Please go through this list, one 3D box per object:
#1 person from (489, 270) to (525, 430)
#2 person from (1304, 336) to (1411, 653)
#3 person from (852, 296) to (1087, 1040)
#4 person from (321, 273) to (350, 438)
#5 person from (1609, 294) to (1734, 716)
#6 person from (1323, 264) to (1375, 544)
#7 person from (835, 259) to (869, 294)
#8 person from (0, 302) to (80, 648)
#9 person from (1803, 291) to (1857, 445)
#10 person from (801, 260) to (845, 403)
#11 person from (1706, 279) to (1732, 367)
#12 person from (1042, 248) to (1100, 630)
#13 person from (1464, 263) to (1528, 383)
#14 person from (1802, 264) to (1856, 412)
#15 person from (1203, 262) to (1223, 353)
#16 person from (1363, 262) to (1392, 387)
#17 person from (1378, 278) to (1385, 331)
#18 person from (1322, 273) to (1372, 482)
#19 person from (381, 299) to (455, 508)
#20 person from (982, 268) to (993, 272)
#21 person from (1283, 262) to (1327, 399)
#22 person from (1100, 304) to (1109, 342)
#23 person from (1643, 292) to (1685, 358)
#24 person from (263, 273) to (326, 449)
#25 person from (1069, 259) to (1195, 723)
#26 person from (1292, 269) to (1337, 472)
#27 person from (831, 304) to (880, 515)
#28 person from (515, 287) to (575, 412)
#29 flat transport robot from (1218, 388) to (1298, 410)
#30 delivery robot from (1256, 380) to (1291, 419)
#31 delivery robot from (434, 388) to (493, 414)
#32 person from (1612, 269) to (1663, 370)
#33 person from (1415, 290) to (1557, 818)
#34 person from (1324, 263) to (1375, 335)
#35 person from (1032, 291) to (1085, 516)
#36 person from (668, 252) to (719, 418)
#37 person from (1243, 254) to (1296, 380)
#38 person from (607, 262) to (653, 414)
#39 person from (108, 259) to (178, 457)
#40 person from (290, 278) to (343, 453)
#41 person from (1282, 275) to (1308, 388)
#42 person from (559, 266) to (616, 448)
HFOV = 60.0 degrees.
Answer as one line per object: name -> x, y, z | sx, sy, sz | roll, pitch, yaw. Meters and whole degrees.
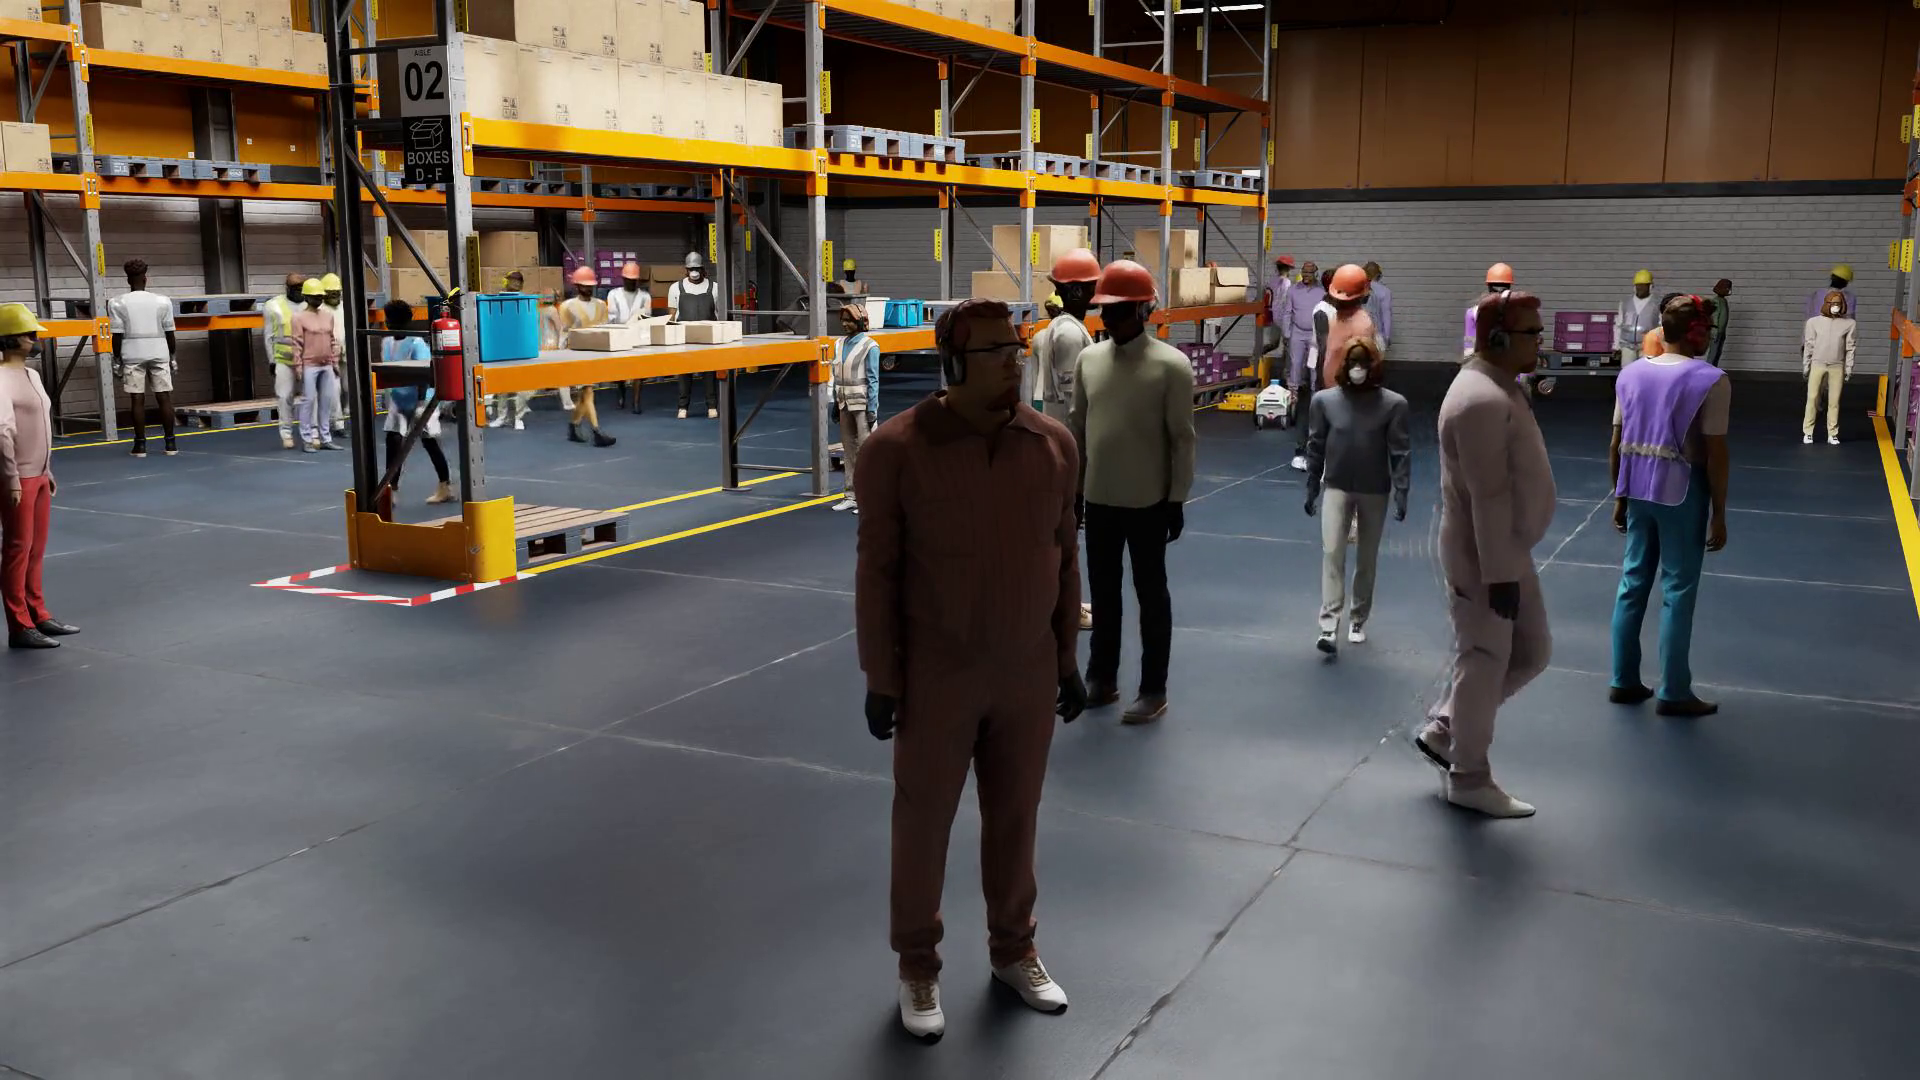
person -> -5.090, -2.155, 18.958 | 0.555, 1.830, 0.464 | 1, 10, 4
person -> 1.993, -0.216, 8.379 | 0.523, 1.592, 0.801 | 3, 10, 15
person -> 0.047, 0.328, 4.352 | 0.651, 1.913, 0.409 | -5, 11, -24
person -> -6.920, -2.044, 18.399 | 0.601, 1.807, 0.711 | -7, 12, -37
person -> 3.104, -0.152, 7.326 | 0.374, 1.840, 0.569 | -5, 11, -28
person -> 2.717, -0.965, 11.767 | 0.391, 1.951, 0.769 | 0, 10, -1
person -> -1.736, -3.498, 26.452 | 0.595, 1.925, 0.371 | -2, 10, -9
person -> -4.812, -0.332, 8.579 | 0.299, 1.772, 0.533 | -2, 10, -10
person -> 9.185, -1.816, 17.595 | 0.492, 1.625, 0.282 | 4, 11, 21
person -> -1.839, -2.831, 22.449 | 0.635, 1.974, 0.480 | -3, 10, -14
person -> 11.472, -3.123, 25.152 | 0.280, 1.627, 0.501 | 8, 12, 38
person -> 0.625, -0.542, 8.994 | 0.366, 2.048, 0.607 | 0, 10, -2
person -> 4.523, -1.365, 14.079 | 0.551, 1.935, 0.372 | 1, 10, 6
person -> 10.898, -2.525, 20.961 | 0.676, 1.884, 0.625 | -6, 12, -33
person -> 3.917, -3.396, 25.979 | 0.355, 1.887, 0.573 | -4, 11, -24
person -> 5.300, -2.673, 21.738 | 0.678, 1.912, 0.614 | 9, 13, 42
person -> 6.697, -3.556, 27.078 | 0.587, 1.828, 0.403 | 3, 10, 14
person -> 3.502, -1.432, 14.720 | 0.701, 1.844, 0.539 | -4, 11, -24
person -> -4.360, -1.071, 13.142 | 0.551, 1.649, 0.818 | 6, 11, 30
person -> 0.344, -2.350, 20.043 | 0.329, 1.844, 0.515 | -1, 10, -4
person -> 4.635, -2.750, 22.192 | 0.651, 1.904, 0.404 | 2, 10, 14
person -> 1.786, -2.863, 23.018 | 0.627, 1.847, 0.429 | 2, 10, 9
person -> 5.914, -1.219, 13.924 | 0.541, 1.696, 0.316 | -6, 11, -31
person -> -6.835, -1.847, 17.209 | 0.647, 1.822, 0.432 | -6, 12, -31
person -> 0.708, -0.206, 7.207 | 0.622, 1.990, 0.401 | 8, 13, 40
person -> 3.383, -1.565, 15.423 | 0.472, 1.878, 0.725 | 5, 11, 27
person -> -0.803, -1.015, 12.943 | 0.313, 1.633, 0.511 | -8, 13, -40
person -> -5.284, -2.419, 21.194 | 0.847, 1.599, 0.498 | -5, 11, -26
flat transport robot -> 3.895, -1.836, 21.624 | 0.652, 0.197, 1.431 | 5, 11, 26
delivery robot -> 3.632, -1.611, 19.228 | 0.477, 0.478, 0.707 | 3, 10, 16
delivery robot -> -6.015, -1.763, 20.109 | 0.477, 0.478, 0.707 | 9, 13, 42
person -> 8.329, -2.401, 20.402 | 0.601, 1.836, 0.403 | 7, 12, 36
person -> 1.918, 0.060, 5.954 | 0.430, 1.892, 0.652 | 5, 11, 26
person -> 4.586, -2.305, 19.630 | 0.699, 1.901, 0.694 | 5, 11, 29
person -> 0.757, -1.044, 12.759 | 0.378, 1.751, 0.555 | -7, 12, -34
person -> -3.216, -2.500, 20.346 | 0.689, 2.000, 0.539 | -2, 10, -11
person -> 4.984, -3.523, 26.402 | 0.877, 2.006, 0.628 | -3, 10, -15
person -> -4.155, -2.537, 20.920 | 0.579, 1.915, 0.554 | -3, 10, -15
person -> -8.116, -1.804, 16.556 | 0.600, 1.958, 0.379 | -7, 12, -33
person -> -6.538, -1.771, 16.925 | 0.324, 1.767, 0.533 | 5, 11, 28
person -> 5.090, -3.149, 25.123 | 0.492, 1.691, 0.914 | 0, 10, -1
person -> -3.920, -1.925, 17.498 | 0.976, 1.888, 0.545 | 9, 13, 41
